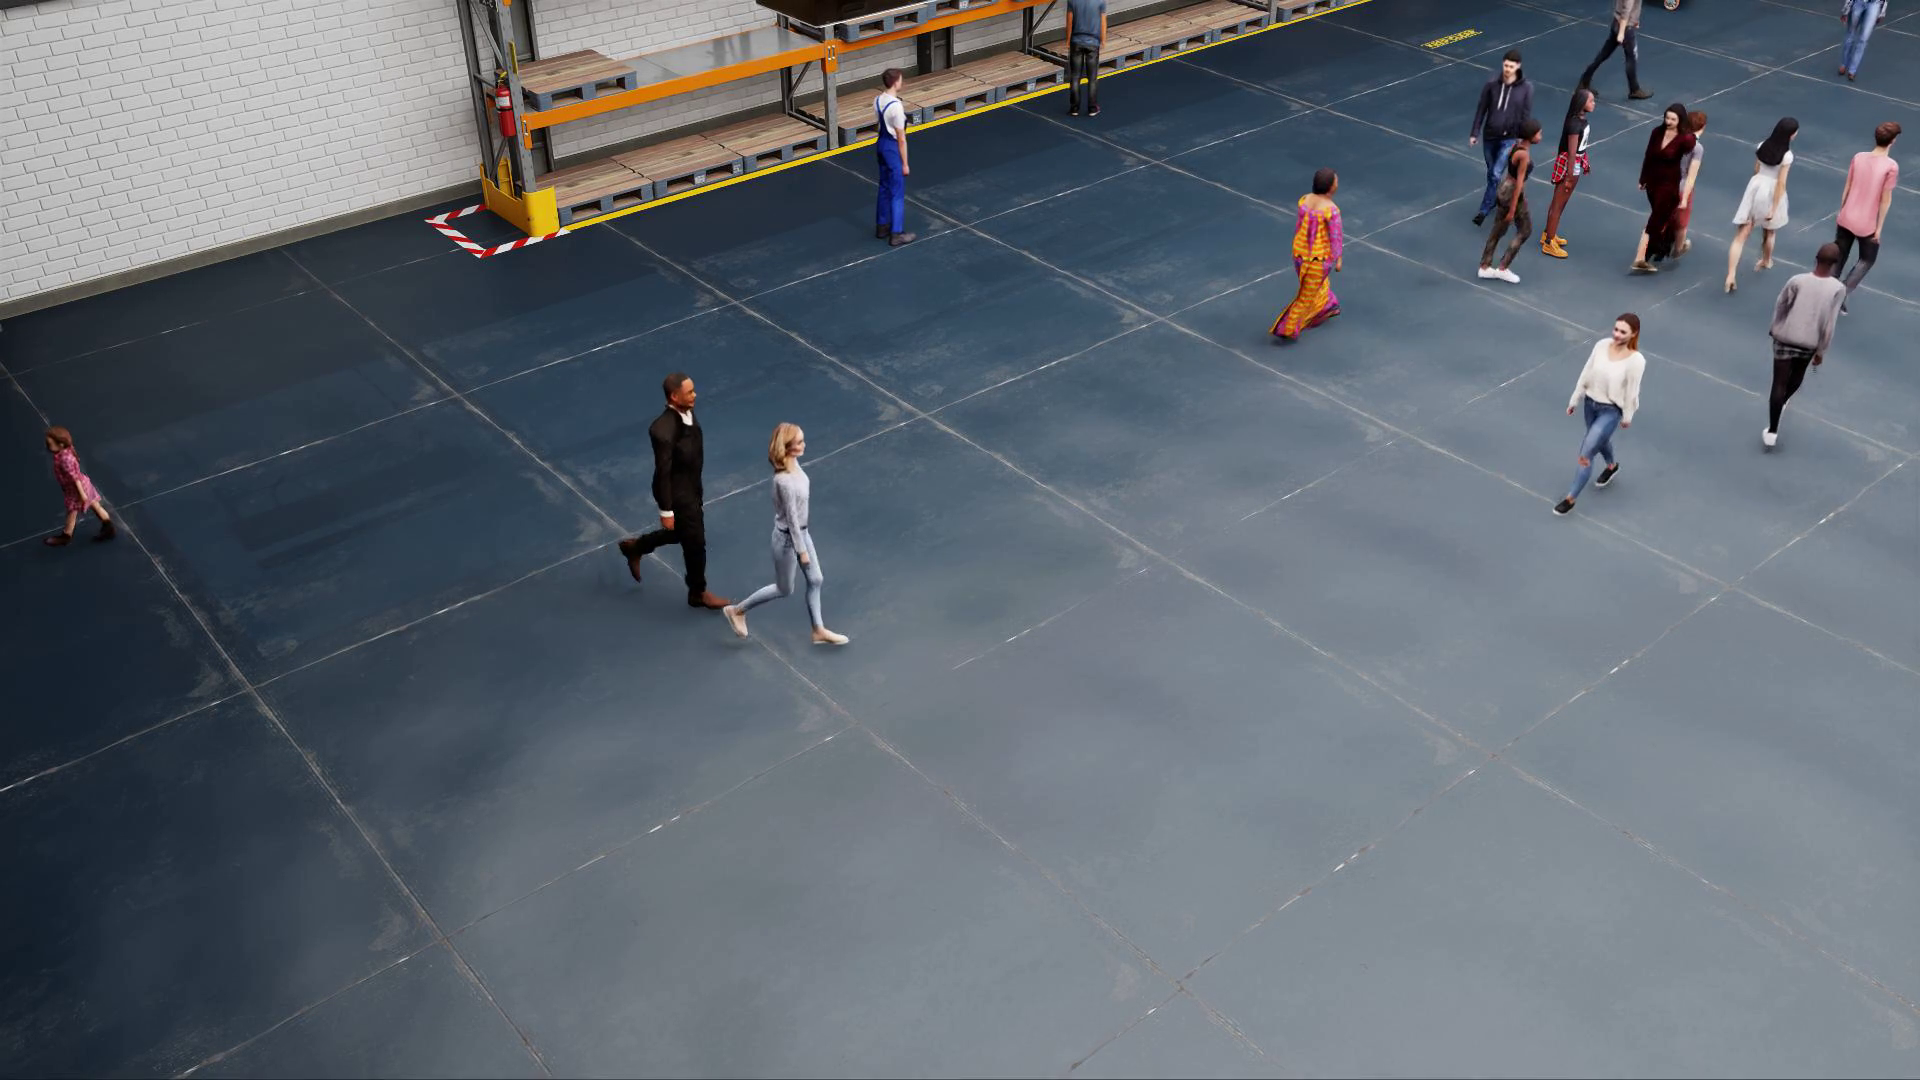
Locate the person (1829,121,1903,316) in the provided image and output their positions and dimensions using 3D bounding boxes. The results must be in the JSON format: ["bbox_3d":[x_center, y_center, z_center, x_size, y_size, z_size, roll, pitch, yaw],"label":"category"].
[{"bbox_3d":[8.482,-2.991,15.793,0.615,1.949,0.673,-21,39,-28],"label":"person"}]

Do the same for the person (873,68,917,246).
[{"bbox_3d":[-0.731,-4.039,17.461,0.563,1.847,0.630,-21,39,-29],"label":"person"}]

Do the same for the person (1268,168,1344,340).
[{"bbox_3d":[3.278,-2.666,15.574,1.225,1.650,0.780,-18,38,-25],"label":"person"}]

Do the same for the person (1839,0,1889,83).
[{"bbox_3d":[11.945,-6.998,21.993,0.960,1.759,1.186,15,36,21],"label":"person"}]

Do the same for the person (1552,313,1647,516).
[{"bbox_3d":[5.110,-1.031,13.112,1.152,1.652,0.732,-19,38,-26],"label":"person"}]

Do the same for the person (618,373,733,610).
[{"bbox_3d":[-2.096,-0.344,11.874,1.167,1.878,1.177,8,34,11],"label":"person"}]

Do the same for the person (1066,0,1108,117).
[{"bbox_3d":[1.564,-6.217,20.773,0.722,1.809,0.767,4,34,6],"label":"person"}]

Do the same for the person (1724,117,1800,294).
[{"bbox_3d":[7.838,-3.273,16.411,1.101,1.734,0.635,-21,39,-29],"label":"person"}]

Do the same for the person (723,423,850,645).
[{"bbox_3d":[-1.249,0.009,11.444,1.133,1.768,1.071,2,34,3],"label":"person"}]

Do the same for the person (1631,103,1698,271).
[{"bbox_3d":[7.272,-3.625,16.963,0.982,1.710,0.797,-18,38,-25],"label":"person"}]

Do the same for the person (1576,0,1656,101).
[{"bbox_3d":[8.368,-6.548,21.221,1.239,1.864,1.226,6,34,9],"label":"person"}]

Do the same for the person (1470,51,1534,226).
[{"bbox_3d":[5.858,-4.361,17.965,0.944,1.827,1.287,20,39,27],"label":"person"}]

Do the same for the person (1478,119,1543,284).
[{"bbox_3d":[5.417,-3.383,16.624,0.797,1.682,0.740,-1,34,-1],"label":"person"}]

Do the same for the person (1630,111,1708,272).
[{"bbox_3d":[7.184,-3.470,16.824,1.153,1.605,0.779,-12,35,-17],"label":"person"}]

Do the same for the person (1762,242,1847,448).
[{"bbox_3d":[6.994,-1.602,13.907,1.017,1.723,1.237,11,35,16],"label":"person"}]

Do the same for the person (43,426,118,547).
[{"bbox_3d":[-6.745,-0.421,12.780,0.750,1.004,0.521,-17,37,-24],"label":"person"}]

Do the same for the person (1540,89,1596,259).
[{"bbox_3d":[6.299,-3.826,17.249,0.777,1.729,0.690,11,35,16],"label":"person"}]
